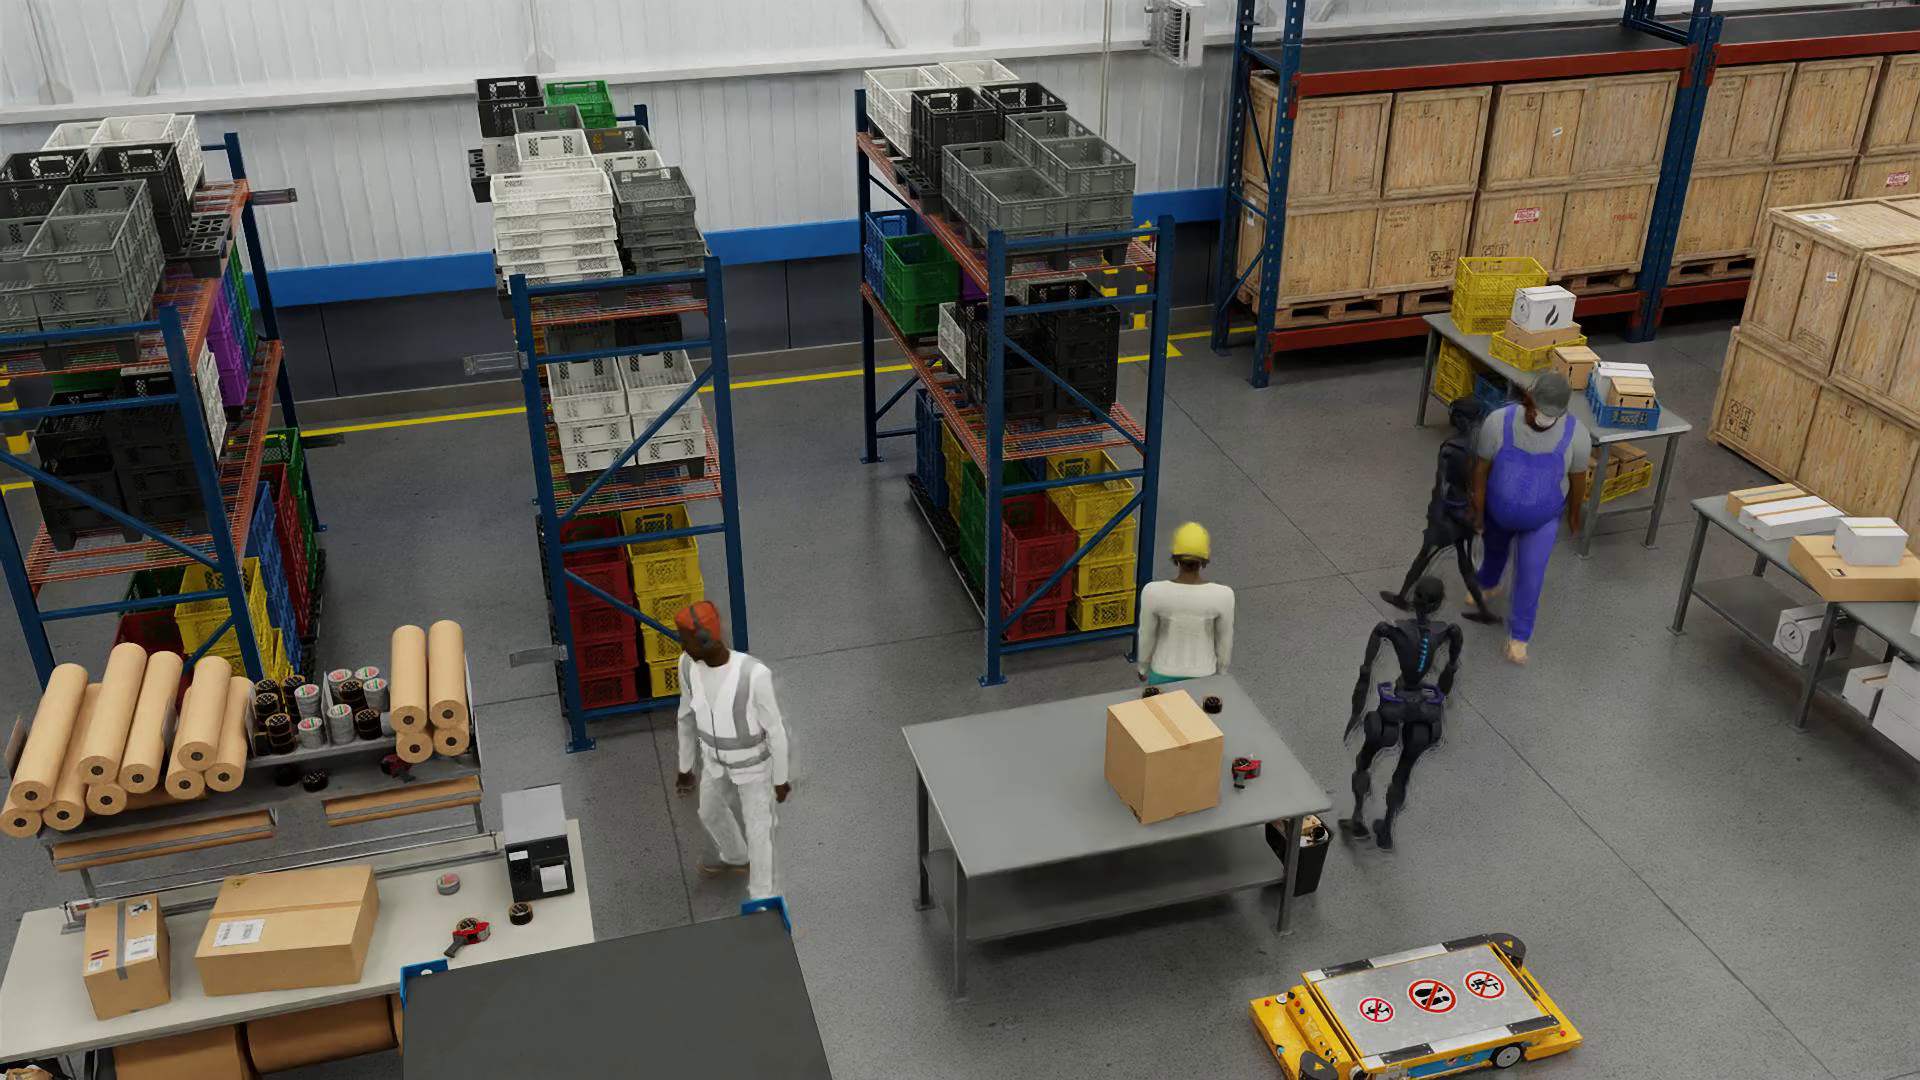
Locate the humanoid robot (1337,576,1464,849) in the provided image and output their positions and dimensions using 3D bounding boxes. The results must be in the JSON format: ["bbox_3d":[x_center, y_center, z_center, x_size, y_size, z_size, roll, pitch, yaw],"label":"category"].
[{"bbox_3d":[2.385,0.910,9.058,0.601,1.631,0.490,1,29,1],"label":"humanoid robot"}]

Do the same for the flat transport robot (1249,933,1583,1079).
[{"bbox_3d":[2.184,2.282,7.980,1.431,0.197,0.652,-8,30,-14],"label":"flat transport robot"}]

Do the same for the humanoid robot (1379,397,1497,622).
[{"bbox_3d":[3.310,-0.199,11.117,0.617,1.614,0.760,-24,37,-36],"label":"humanoid robot"}]

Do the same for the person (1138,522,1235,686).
[{"bbox_3d":[1.254,0.703,9.327,0.530,1.766,0.322,2,29,4],"label":"person"}]

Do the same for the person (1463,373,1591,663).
[{"bbox_3d":[3.700,-0.309,10.887,0.713,2.000,0.953,14,32,24],"label":"person"}]

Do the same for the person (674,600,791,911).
[{"bbox_3d":[-1.149,1.123,8.475,0.711,1.858,0.397,15,32,25],"label":"person"}]
